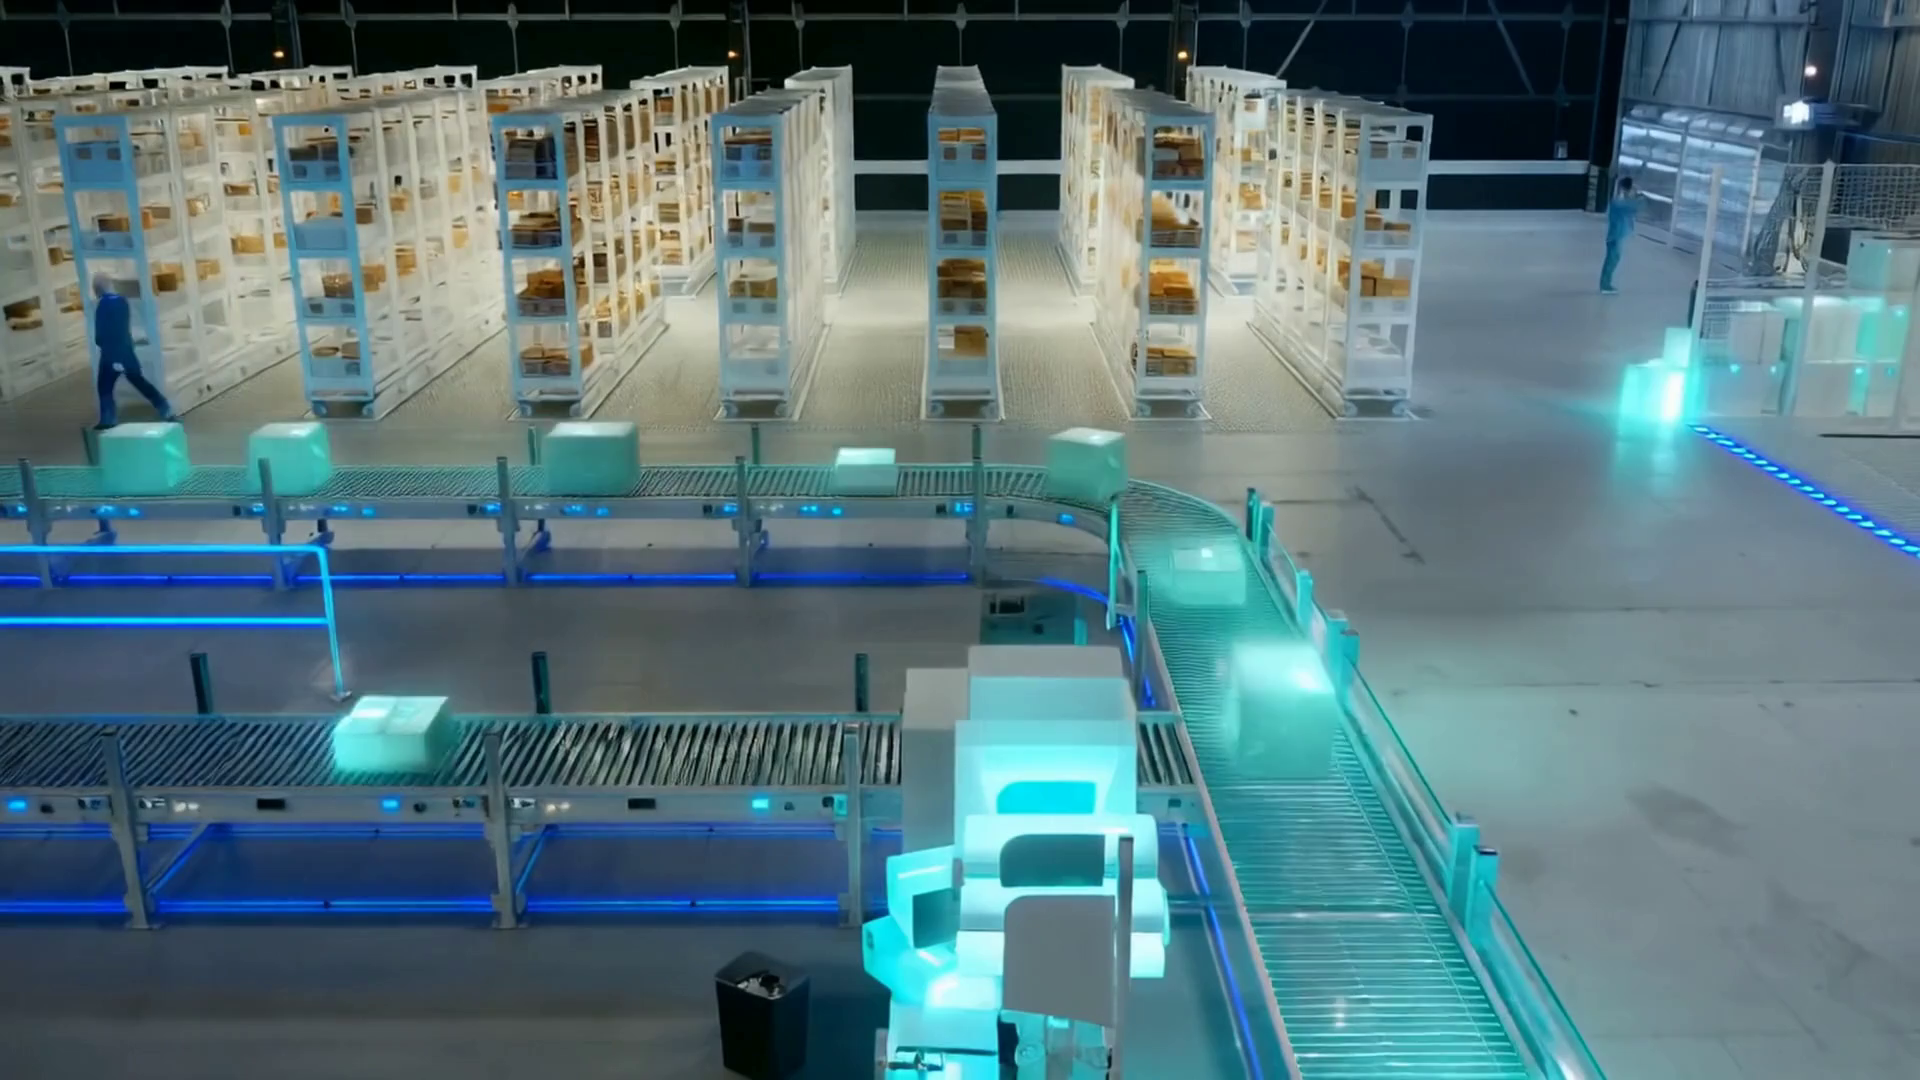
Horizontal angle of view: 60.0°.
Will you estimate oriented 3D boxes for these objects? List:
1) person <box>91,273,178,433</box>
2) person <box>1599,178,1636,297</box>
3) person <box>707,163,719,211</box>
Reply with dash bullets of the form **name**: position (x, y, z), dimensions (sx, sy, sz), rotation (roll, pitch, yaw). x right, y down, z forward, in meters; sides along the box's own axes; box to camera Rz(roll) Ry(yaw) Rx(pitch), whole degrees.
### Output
- **person**: position (-9.711, -2.180, 19.322), dimensions (0.921, 1.877, 0.627), rotation (0, 18, -1)
- **person**: position (11.164, -5.129, 28.238), dimensions (0.401, 1.987, 0.609), rotation (2, 18, 6)
- **person**: position (-5.294, -7.480, 35.753), dimensions (0.777, 1.809, 0.599), rotation (-3, 18, -10)
